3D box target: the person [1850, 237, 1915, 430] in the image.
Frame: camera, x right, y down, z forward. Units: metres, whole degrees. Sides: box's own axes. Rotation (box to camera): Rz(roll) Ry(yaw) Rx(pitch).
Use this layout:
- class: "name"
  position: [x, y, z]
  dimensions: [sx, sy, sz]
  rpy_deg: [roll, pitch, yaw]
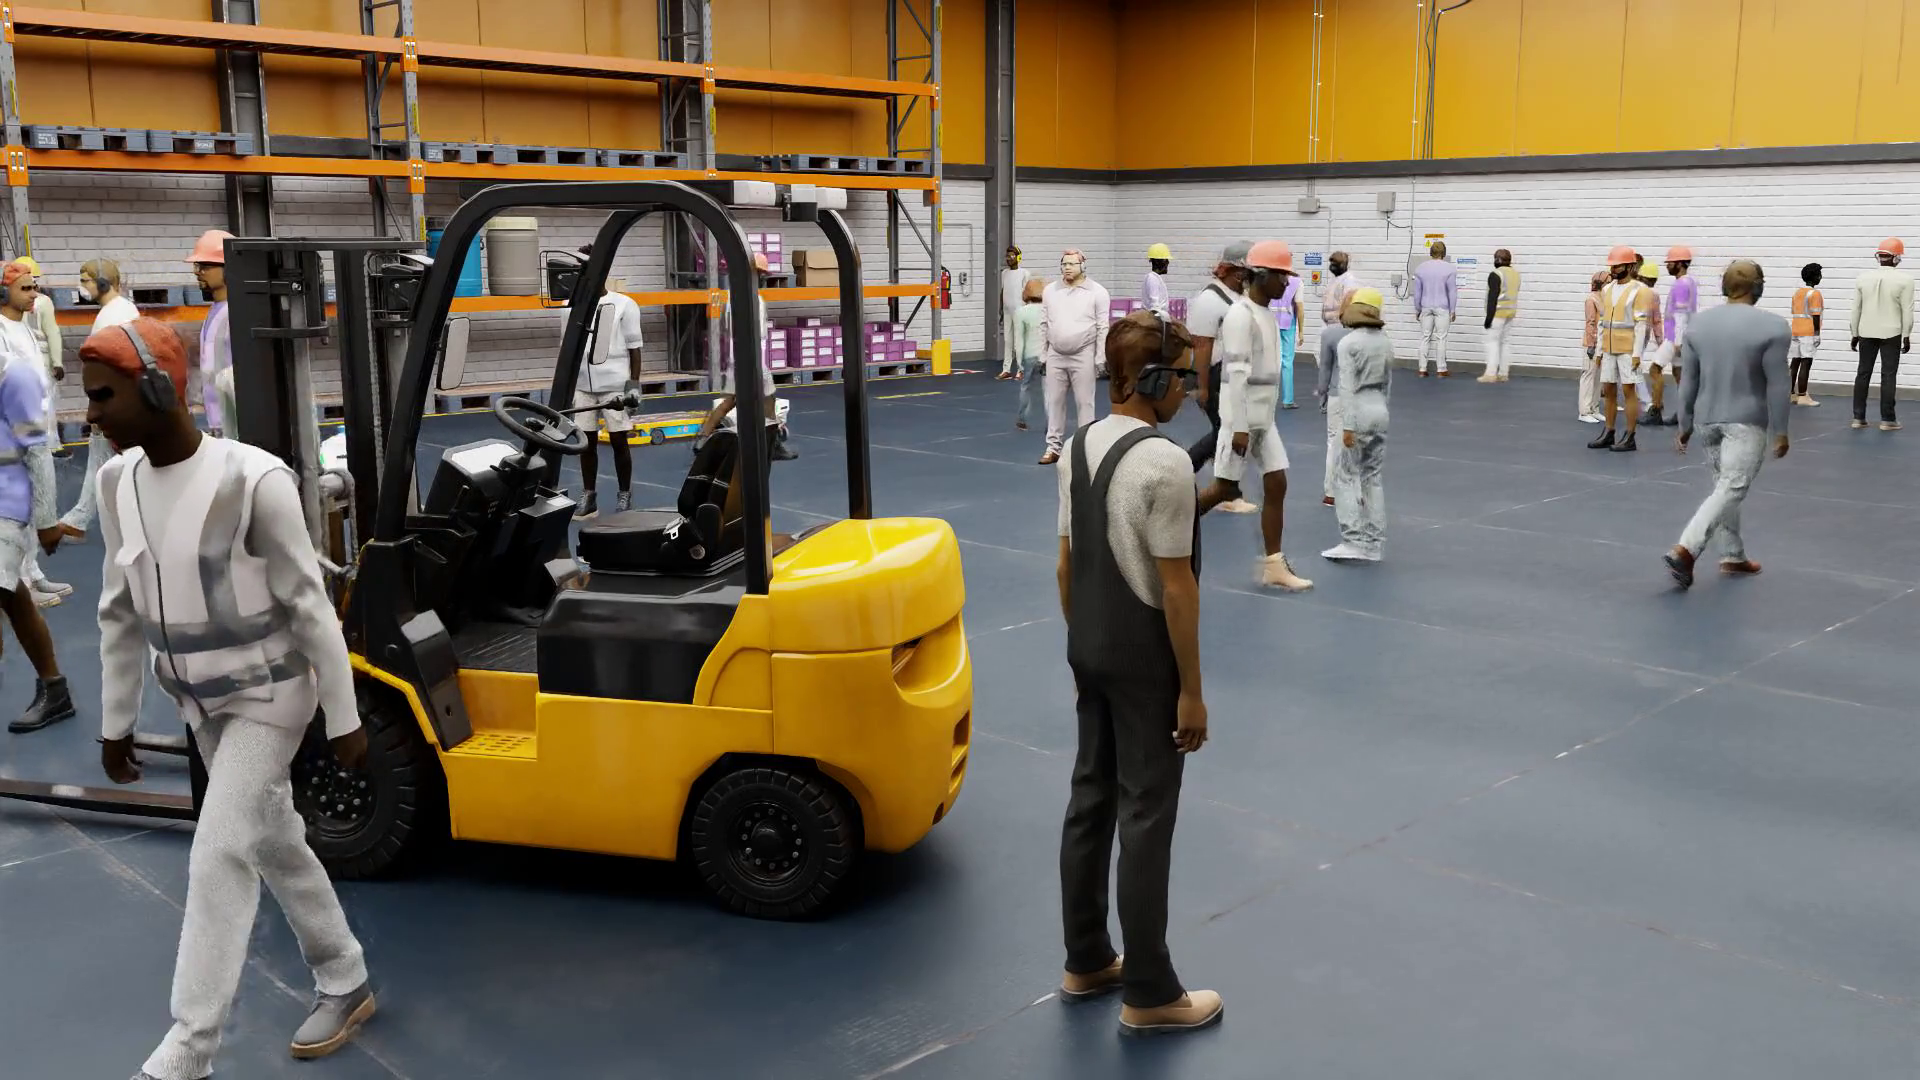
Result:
- class: "person"
  position: [9.650, -2.154, 17.415]
  dimensions: [0.387, 1.996, 0.611]
  rpy_deg: [-8, 13, -37]

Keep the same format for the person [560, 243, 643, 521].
- class: "person"
  position: [-2.543, -1.100, 11.745]
  dimensions: [0.613, 1.963, 0.362]
  rpy_deg: [3, 11, 13]

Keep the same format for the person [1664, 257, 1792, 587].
- class: "person"
  position: [4.418, -0.673, 9.609]
  dimensions: [0.957, 1.912, 0.634]
  rpy_deg: [-6, 12, -29]

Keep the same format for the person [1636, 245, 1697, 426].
- class: "person"
  position: [7.485, -2.157, 17.649]
  dimensions: [0.671, 1.917, 0.560]
  rpy_deg: [7, 12, 33]

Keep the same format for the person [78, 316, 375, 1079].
- class: "person"
  position: [-1.746, 0.411, 3.844]
  dimensions: [0.624, 1.833, 0.914]
  rpy_deg: [6, 12, 29]

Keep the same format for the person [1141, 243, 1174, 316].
- class: "person"
  position: [2.256, -2.436, 19.134]
  dimensions: [0.362, 1.928, 0.587]
  rpy_deg: [0, 10, 2]

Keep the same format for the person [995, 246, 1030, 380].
- class: "person"
  position: [0.747, -3.172, 23.306]
  dimensions: [0.520, 1.873, 0.328]
  rpy_deg: [8, 13, 36]

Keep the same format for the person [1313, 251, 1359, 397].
- class: "person"
  position: [4.645, -2.670, 20.693]
  dimensions: [0.574, 1.820, 0.650]
  rpy_deg: [-2, 11, -12]

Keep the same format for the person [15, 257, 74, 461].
- class: "person"
  position: [-8.309, -1.612, 14.900]
  dimensions: [0.602, 1.830, 0.404]
  rpy_deg: [1, 10, 6]

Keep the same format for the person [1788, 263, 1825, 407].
- class: "person"
  position: [10.053, -2.433, 19.754]
  dimensions: [0.318, 1.697, 0.535]
  rpy_deg: [0, 10, -2]

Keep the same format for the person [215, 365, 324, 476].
- class: "person"
  position: [-3.617, -0.378, 8.766]
  dimensions: [0.545, 1.617, 0.369]
  rpy_deg: [0, 10, 2]

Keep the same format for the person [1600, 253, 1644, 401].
- class: "person"
  position: [8.163, -2.630, 20.540]
  dimensions: [0.520, 1.818, 0.813]
  rpy_deg: [-5, 12, -27]

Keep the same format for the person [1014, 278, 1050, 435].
- class: "person"
  position: [0.791, -1.880, 17.043]
  dimensions: [0.501, 1.591, 0.867]
  rpy_deg: [-2, 11, -11]

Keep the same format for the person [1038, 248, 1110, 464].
- class: "person"
  position: [0.977, -1.601, 14.639]
  dimensions: [0.636, 1.911, 0.404]
  rpy_deg: [4, 11, 21]

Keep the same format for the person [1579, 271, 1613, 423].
- class: "person"
  position: [6.916, -2.093, 18.051]
  dimensions: [0.308, 1.641, 0.514]
  rpy_deg: [9, 14, 42]

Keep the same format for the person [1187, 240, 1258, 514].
- class: "person"
  position: [1.892, -1.228, 12.241]
  dimensions: [0.780, 2.000, 0.700]
  rpy_deg: [8, 13, 38]

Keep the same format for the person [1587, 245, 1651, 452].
- class: "person"
  position: [6.193, -1.798, 15.651]
  dimensions: [0.383, 1.932, 0.541]
  rpy_deg: [-5, 12, -27]

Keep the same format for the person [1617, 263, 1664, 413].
- class: "person"
  position: [7.734, -2.284, 18.895]
  dimensions: [0.535, 1.701, 0.946]
  rpy_deg: [-5, 11, -23]

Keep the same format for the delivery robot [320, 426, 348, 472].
- class: "delivery robot"
  position: [-4.723, -0.638, 12.801]
  dimensions: [0.477, 0.478, 0.707]
  rpy_deg: [7, 13, 33]

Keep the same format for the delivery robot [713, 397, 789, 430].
- class: "delivery robot"
  position: [-2.043, -1.277, 16.304]
  dimensions: [0.707, 0.478, 0.477]
  rpy_deg: [3, 11, 17]

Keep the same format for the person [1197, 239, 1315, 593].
- class: "person"
  position: [1.583, -0.718, 9.566]
  dimensions: [0.962, 2.007, 0.628]
  rpy_deg: [7, 12, 32]

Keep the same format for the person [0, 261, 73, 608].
- class: "person"
  position: [-5.147, -0.574, 9.102]
  dimensions: [0.338, 1.882, 0.582]
  rpy_deg: [-3, 11, -14]

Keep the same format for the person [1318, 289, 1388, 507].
- class: "person"
  position: [2.926, -1.053, 12.427]
  dimensions: [0.502, 1.626, 0.282]
  rpy_deg: [3, 11, 14]

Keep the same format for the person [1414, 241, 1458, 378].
- class: "person"
  position: [6.755, -3.268, 23.639]
  dimensions: [0.627, 1.941, 0.371]
  rpy_deg: [8, 13, 36]

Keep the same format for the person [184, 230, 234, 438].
- class: "person"
  position: [-4.011, -0.666, 9.160]
  dimensions: [0.364, 2.048, 0.611]
  rpy_deg: [-8, 13, -39]

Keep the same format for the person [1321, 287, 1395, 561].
- class: "person"
  position: [2.518, -0.723, 10.400]
  dimensions: [0.519, 1.701, 0.449]
  rpy_deg: [-7, 12, -33]

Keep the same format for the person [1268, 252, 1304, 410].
- class: "person"
  position: [3.716, -2.435, 19.365]
  dimensions: [0.570, 1.839, 0.373]
  rpy_deg: [5, 12, 27]

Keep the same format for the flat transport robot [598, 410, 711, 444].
- class: "flat transport robot"
  position: [-2.925, -1.126, 16.513]
  dimensions: [0.652, 0.197, 1.431]
  rpy_deg: [10, 14, 43]

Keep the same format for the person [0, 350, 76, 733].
- class: "person"
  position: [-3.917, -0.106, 6.505]
  dimensions: [0.548, 1.893, 0.919]
  rpy_deg: [4, 11, 22]

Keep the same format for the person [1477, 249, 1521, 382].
- class: "person"
  position: [7.456, -3.095, 22.979]
  dimensions: [0.641, 1.842, 0.429]
  rpy_deg: [-8, 13, -38]

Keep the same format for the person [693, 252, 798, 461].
- class: "person"
  position: [-1.951, -1.605, 14.758]
  dimensions: [0.970, 1.888, 0.550]
  rpy_deg: [-7, 12, -33]

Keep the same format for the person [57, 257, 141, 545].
- class: "person"
  position: [-5.506, -0.883, 10.812]
  dimensions: [1.026, 1.875, 0.647]
  rpy_deg: [-4, 11, -22]

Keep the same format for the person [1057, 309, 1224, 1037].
- class: "person"
  position: [0.446, 0.339, 4.247]
  dimensions: [0.344, 1.839, 0.504]
  rpy_deg: [-6, 12, -31]

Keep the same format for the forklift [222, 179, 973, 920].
- class: "forklift"
  position: [-1.114, -0.058, 5.440]
  dimensions: [2.313, 2.155, 1.214]
  rpy_deg: [2, 11, 13]
